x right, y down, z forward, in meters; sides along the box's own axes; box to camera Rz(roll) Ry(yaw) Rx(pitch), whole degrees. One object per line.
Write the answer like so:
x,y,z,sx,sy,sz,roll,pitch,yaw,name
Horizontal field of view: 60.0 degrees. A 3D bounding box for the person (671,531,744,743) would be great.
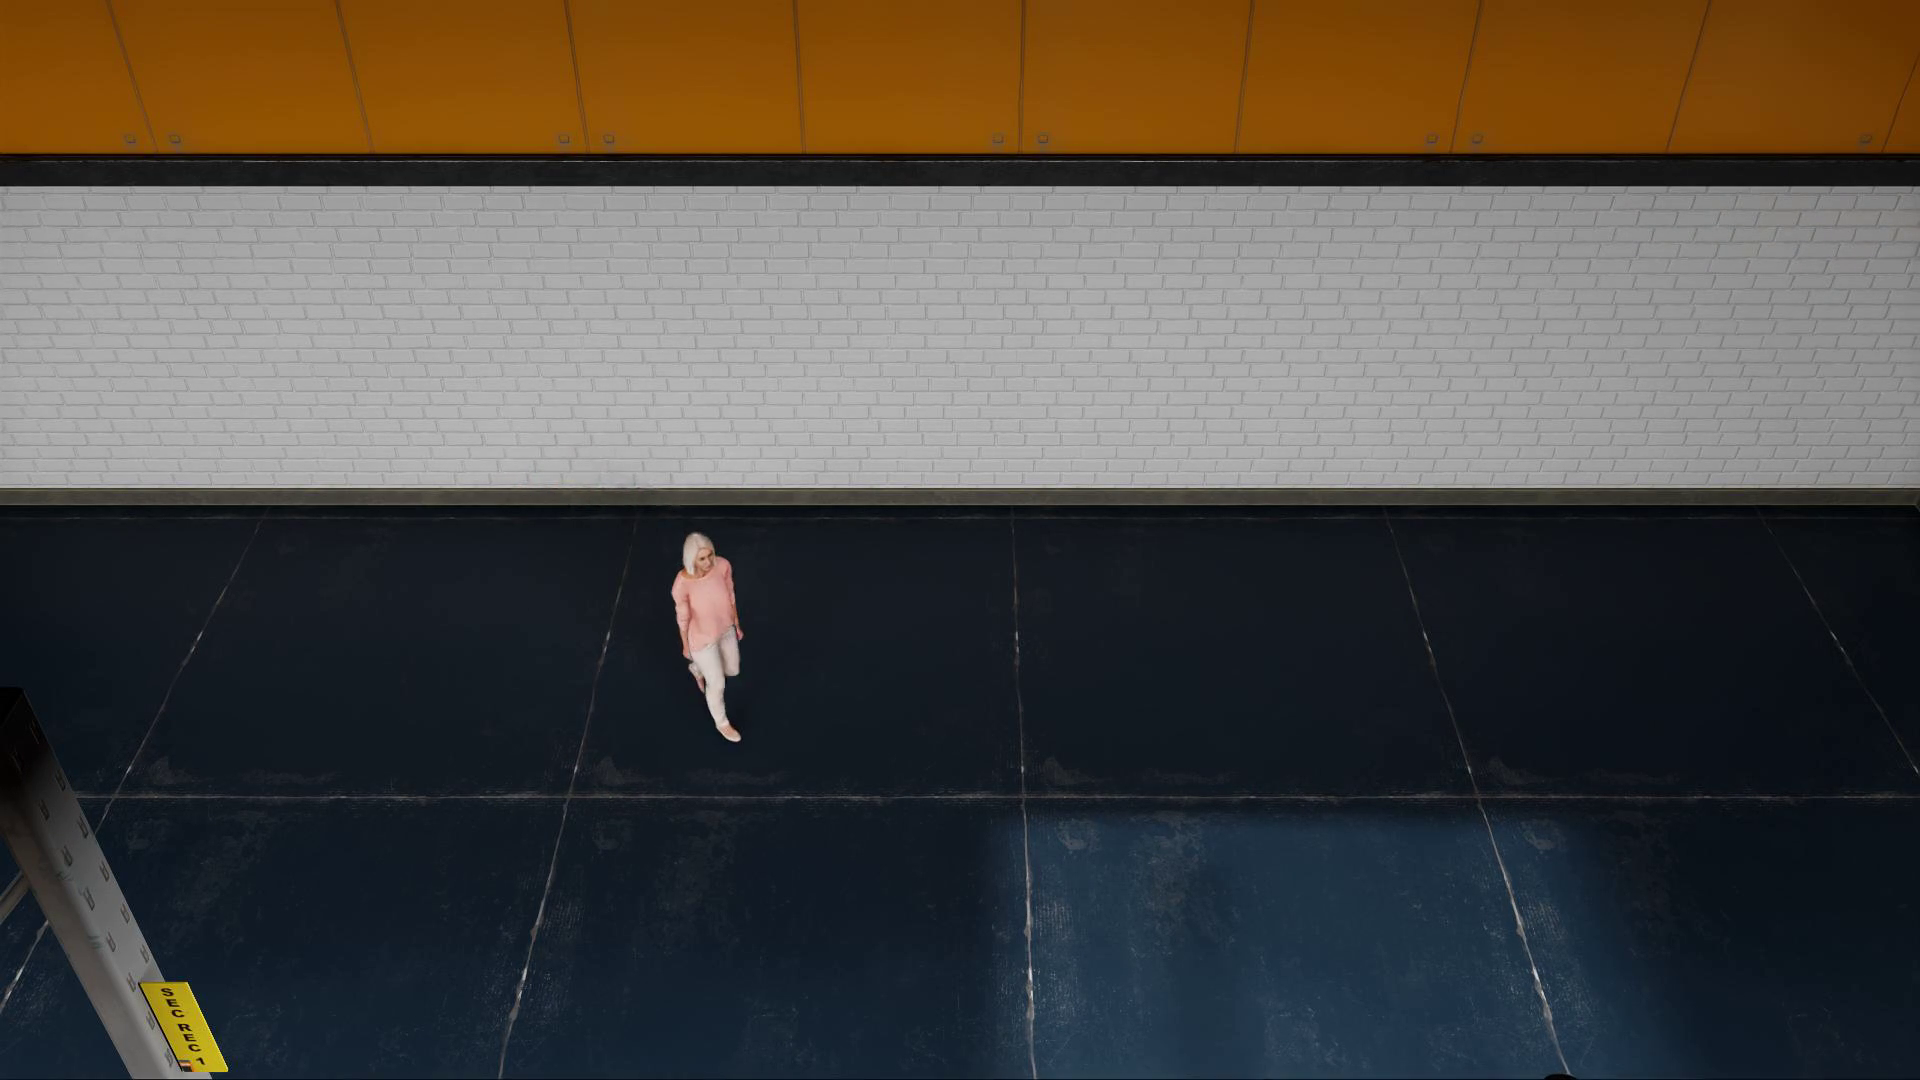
-1.699,0.574,10.996,0.945,1.710,0.888,31,48,33,person
